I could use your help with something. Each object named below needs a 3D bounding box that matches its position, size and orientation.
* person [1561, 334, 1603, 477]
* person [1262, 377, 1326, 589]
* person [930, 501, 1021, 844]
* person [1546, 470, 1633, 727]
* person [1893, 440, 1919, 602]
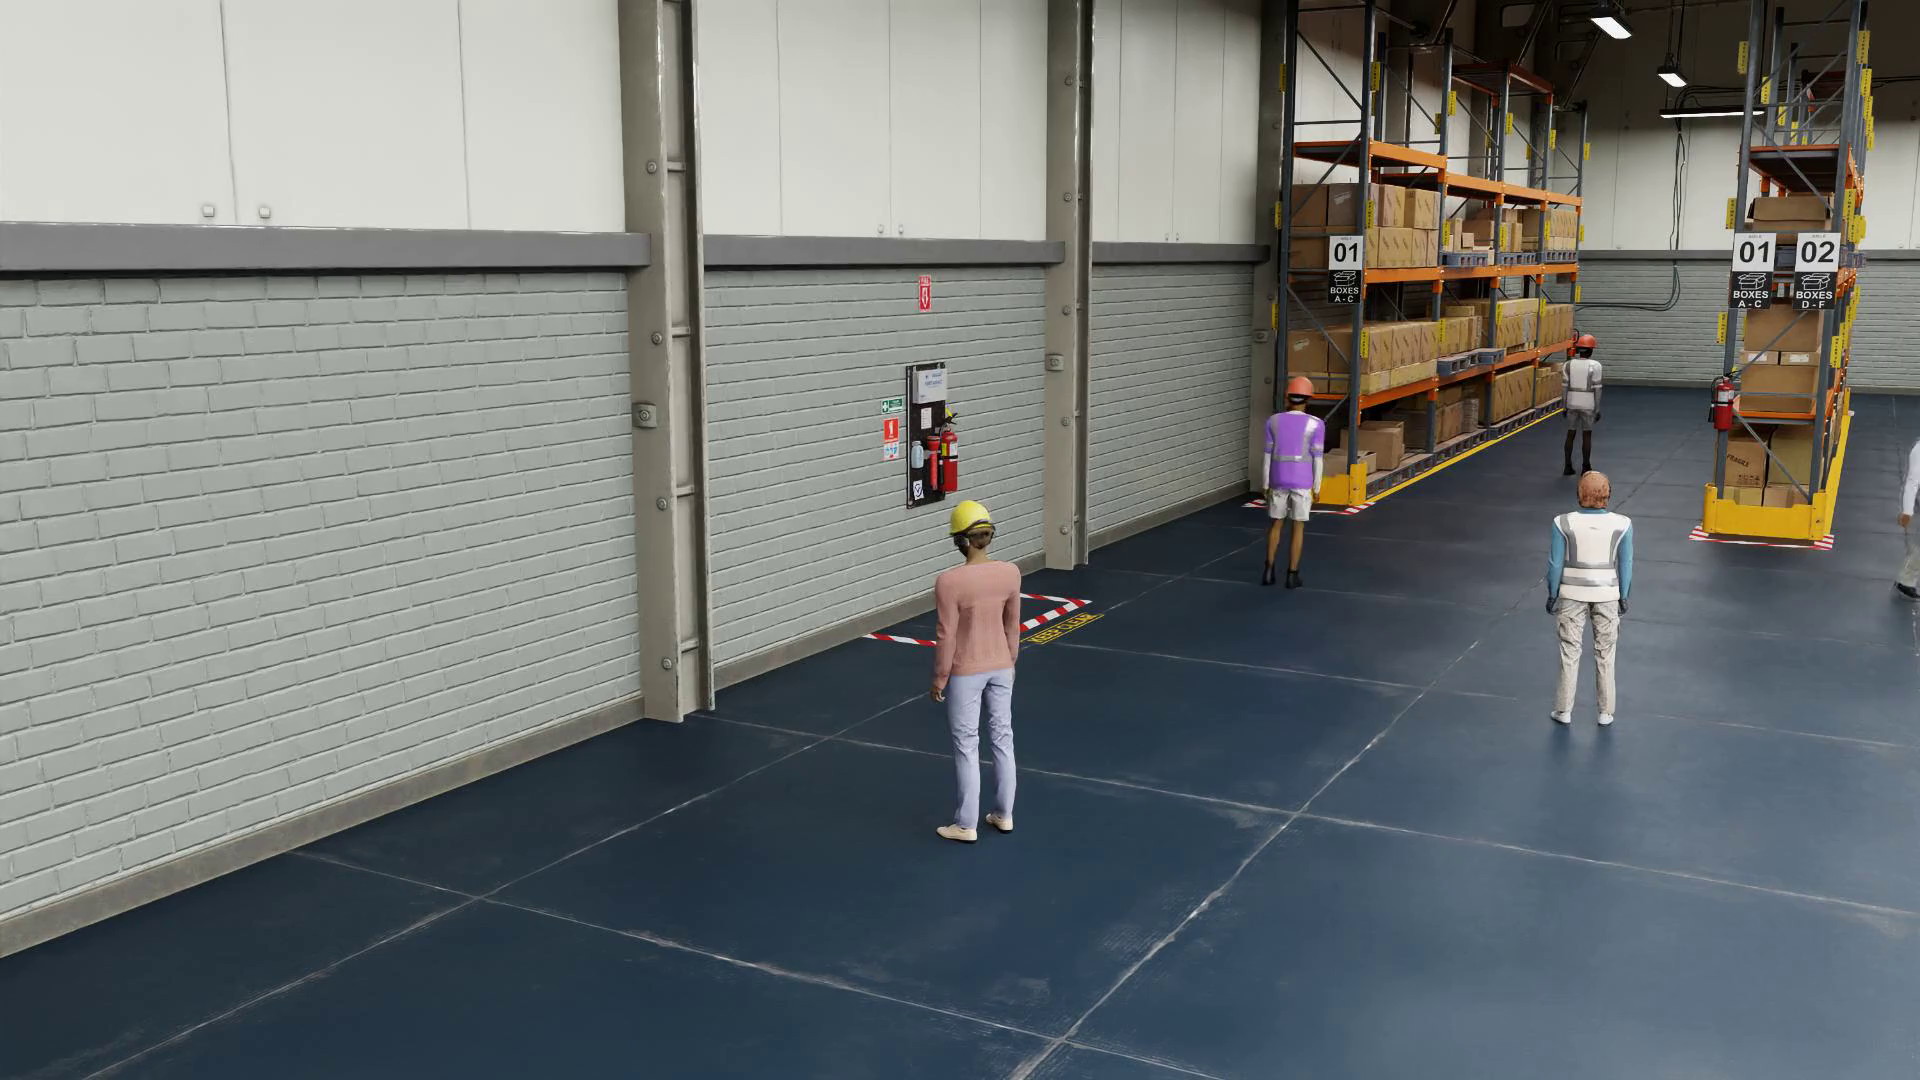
[{"bbox_3d":[8.477,-1.828,22.650,0.551,1.933,0.378,9,13,42],"label":"person"},{"bbox_3d":[3.024,-0.516,15.079,0.568,1.908,0.485,5,11,26],"label":"person"},{"bbox_3d":[0.075,0.674,8.521,0.523,1.760,0.325,-7,12,-35],"label":"person"},{"bbox_3d":[3.998,0.379,10.590,0.514,1.642,0.310,2,10,13],"label":"person"},{"bbox_3d":[8.345,-0.294,14.111,0.609,1.784,0.959,-3,10,-15],"label":"person"}]
